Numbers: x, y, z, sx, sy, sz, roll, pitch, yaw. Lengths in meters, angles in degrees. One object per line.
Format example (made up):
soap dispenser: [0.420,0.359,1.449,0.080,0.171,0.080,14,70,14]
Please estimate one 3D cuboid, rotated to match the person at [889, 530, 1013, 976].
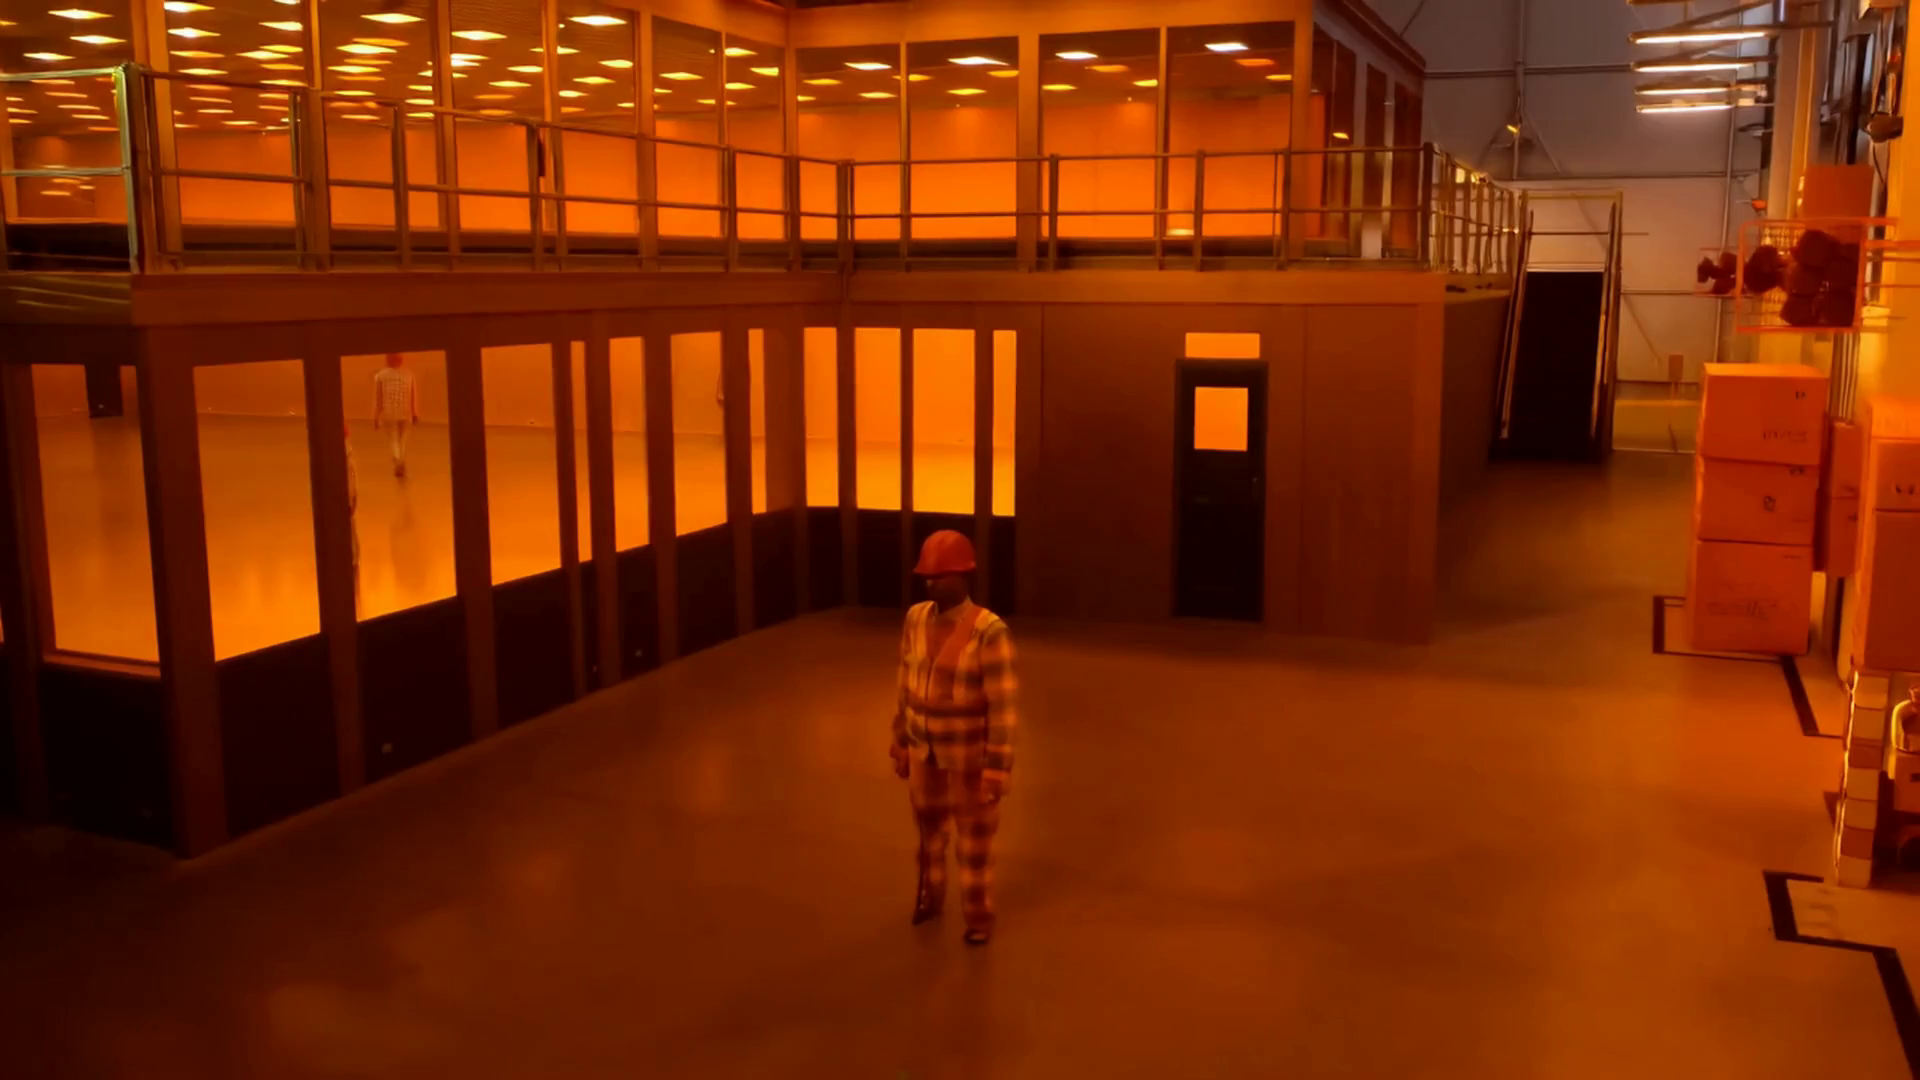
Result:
person: [-0.045,0.916,7.289,0.605,1.948,0.388,8,12,39]
